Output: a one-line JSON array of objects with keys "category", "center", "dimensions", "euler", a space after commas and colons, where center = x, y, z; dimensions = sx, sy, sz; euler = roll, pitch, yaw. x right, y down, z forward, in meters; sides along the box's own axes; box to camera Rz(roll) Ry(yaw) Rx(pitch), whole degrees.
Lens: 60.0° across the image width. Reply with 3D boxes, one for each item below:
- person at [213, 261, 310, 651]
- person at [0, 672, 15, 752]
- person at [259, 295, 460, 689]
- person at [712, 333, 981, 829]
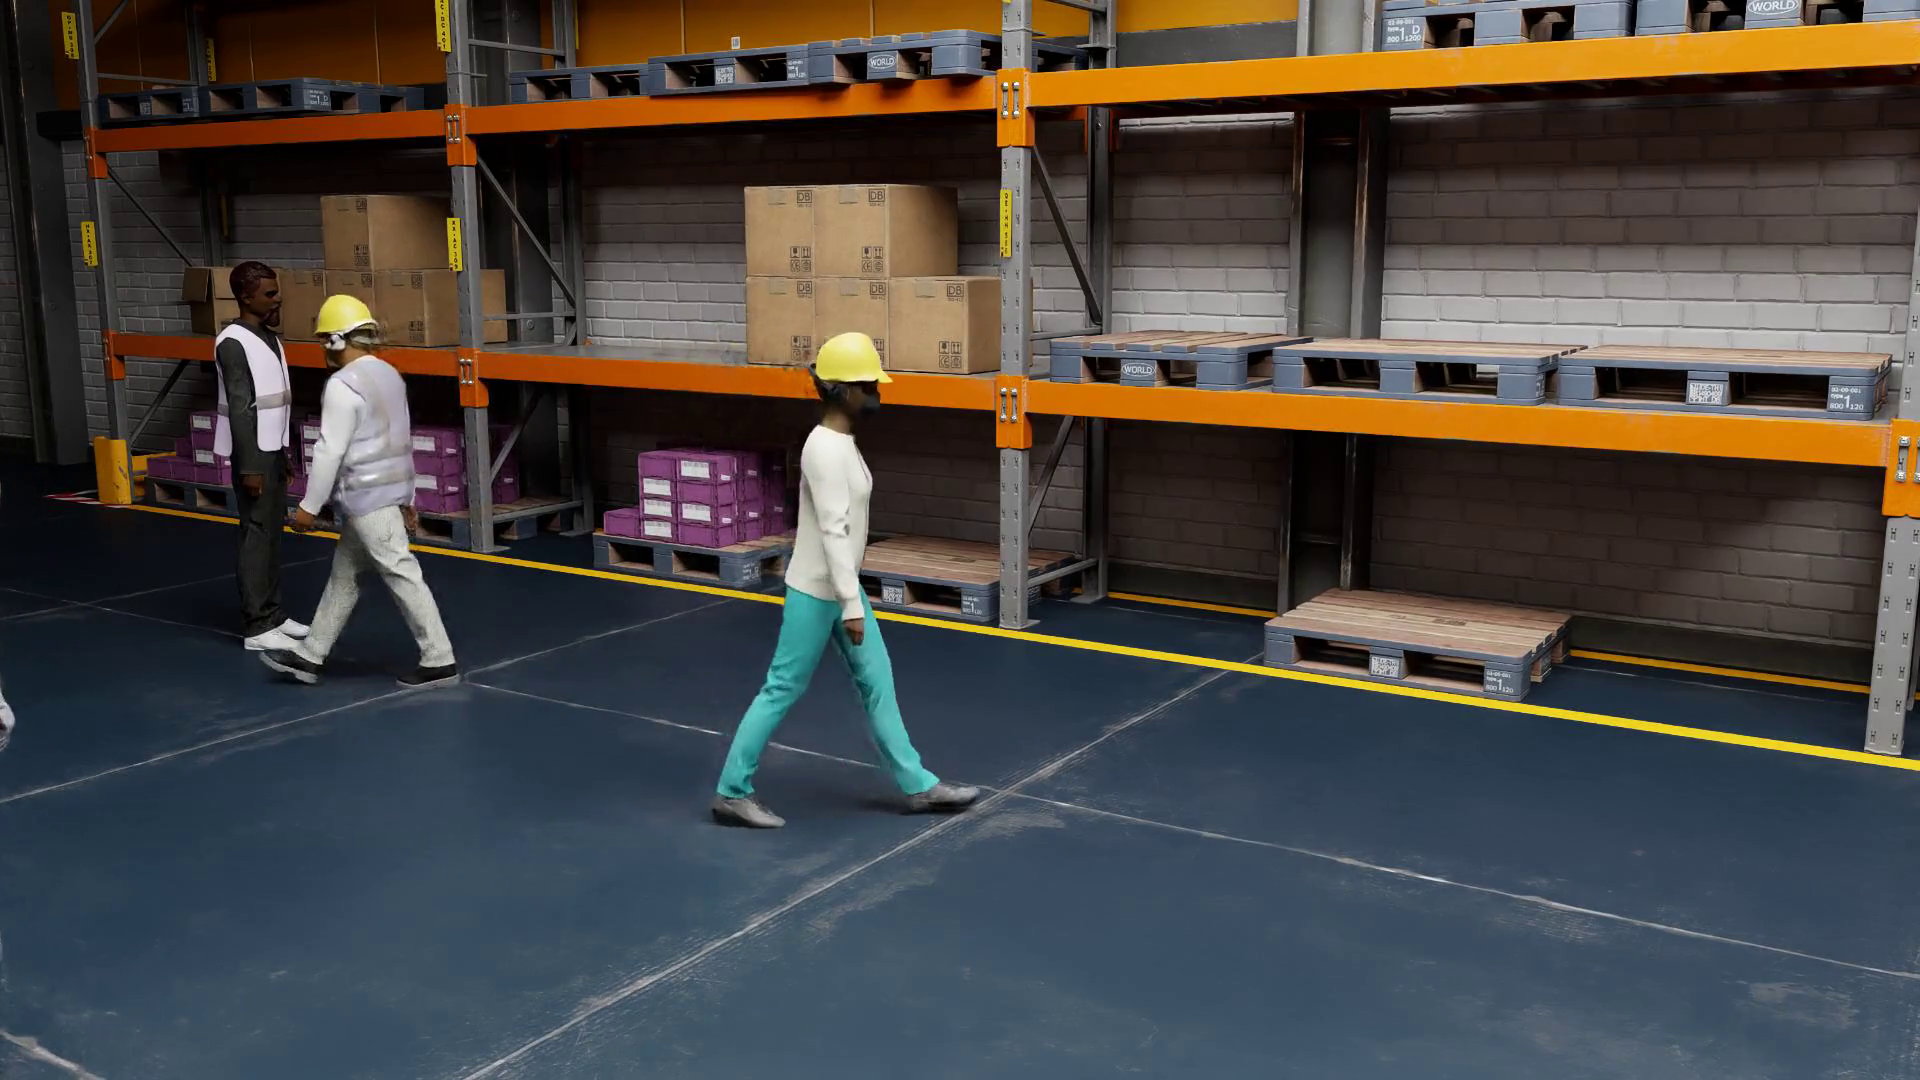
[{"category": "person", "center": [-3.476, -0.413, 8.257], "dimensions": [0.391, 1.919, 0.590], "euler": [-1, 10, -8]}, {"category": "person", "center": [-2.602, 0.390, 3.975], "dimensions": [0.386, 1.855, 0.562], "euler": [7, 12, 33]}, {"category": "person", "center": [-2.711, -0.195, 7.441], "dimensions": [0.938, 1.773, 0.580], "euler": [0, 10, -2]}, {"category": "person", "center": [-0.433, 0.155, 5.686], "dimensions": [0.936, 1.714, 0.542], "euler": [1, 10, 4]}]
